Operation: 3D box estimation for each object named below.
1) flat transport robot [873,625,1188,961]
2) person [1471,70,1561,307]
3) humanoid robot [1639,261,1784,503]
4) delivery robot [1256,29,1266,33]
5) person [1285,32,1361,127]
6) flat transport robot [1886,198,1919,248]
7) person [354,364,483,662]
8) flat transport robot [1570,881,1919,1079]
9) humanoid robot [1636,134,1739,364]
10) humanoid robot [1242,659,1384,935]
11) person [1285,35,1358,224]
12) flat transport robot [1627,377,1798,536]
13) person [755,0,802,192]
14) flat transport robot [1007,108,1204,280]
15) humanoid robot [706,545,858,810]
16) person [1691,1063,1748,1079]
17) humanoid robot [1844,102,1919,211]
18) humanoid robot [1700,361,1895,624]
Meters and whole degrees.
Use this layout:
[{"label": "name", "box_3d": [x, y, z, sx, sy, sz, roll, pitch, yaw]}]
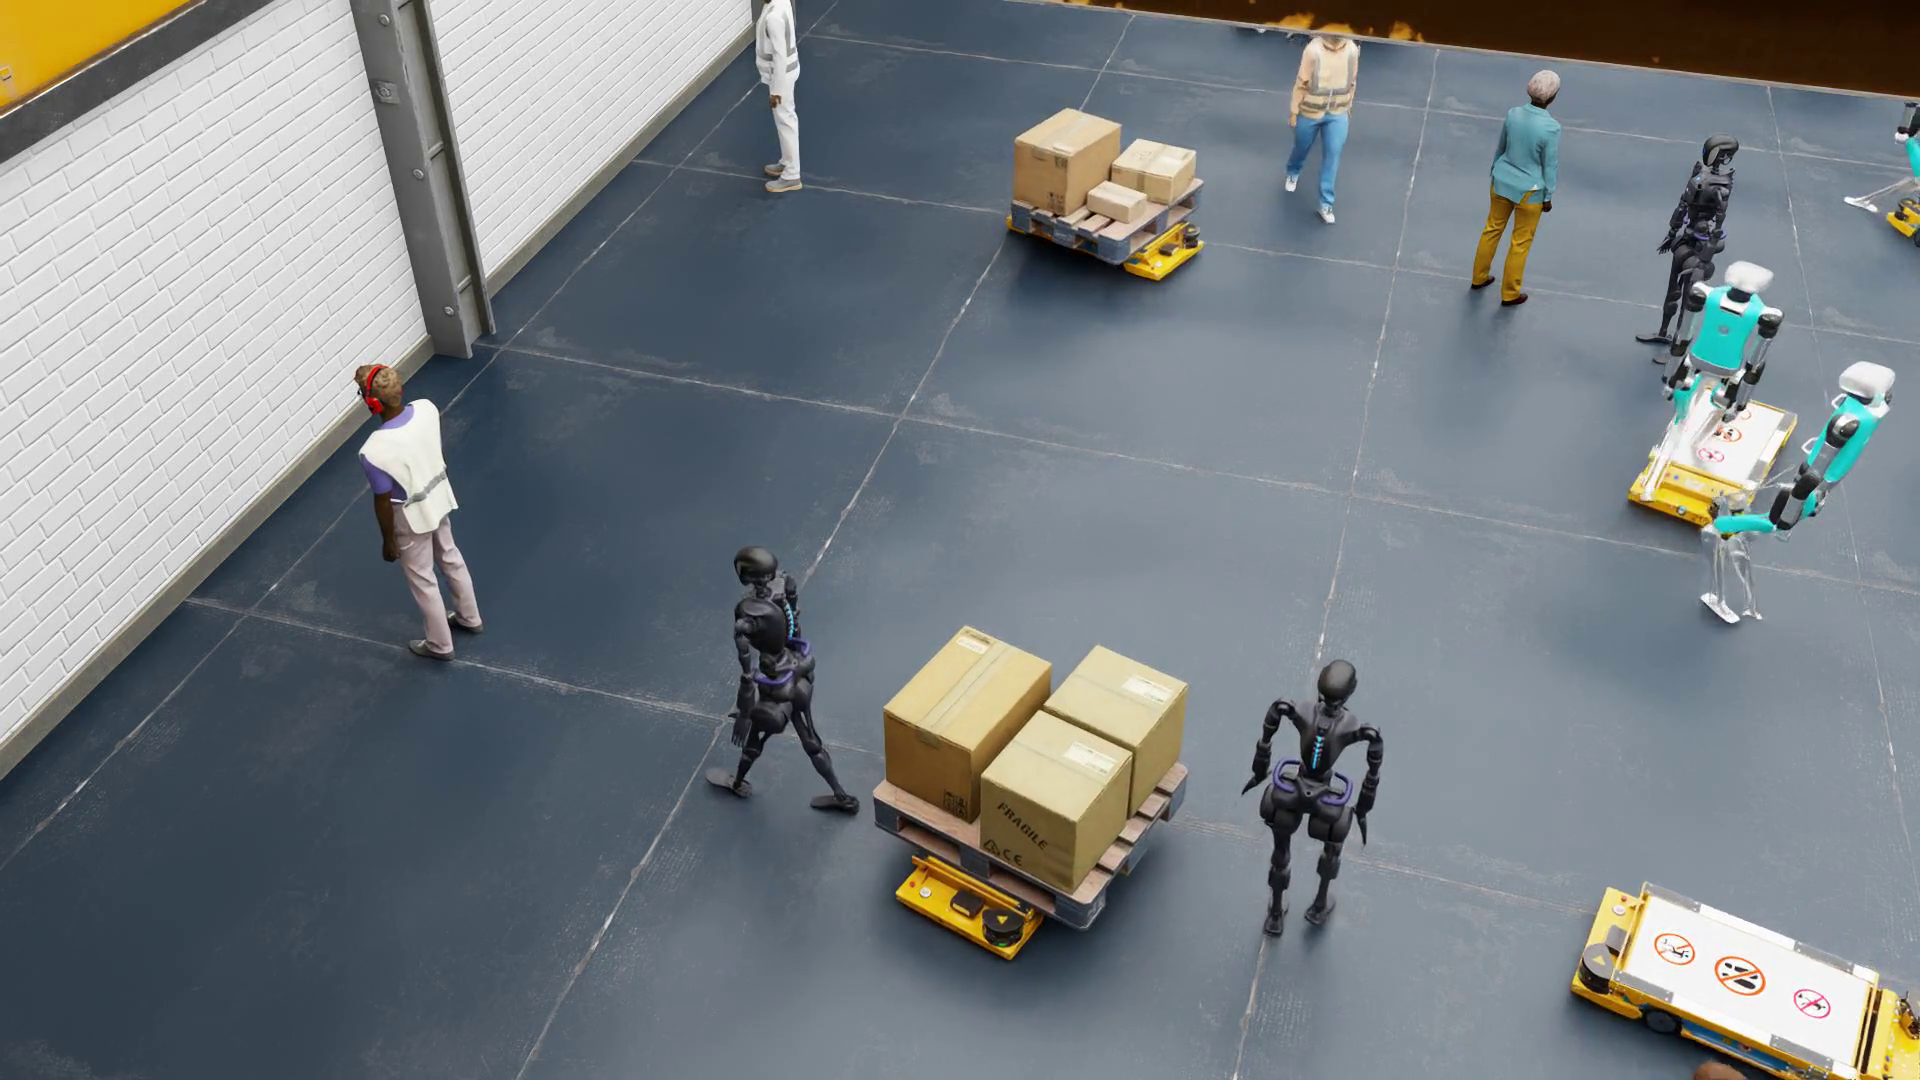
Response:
[{"label": "flat transport robot", "box_3d": [0.357, 1.411, 8.249, 0.659, 0.231, 1.431, 23, 44, 26]}, {"label": "person", "box_3d": [4.036, -2.525, 11.971, 0.342, 1.749, 0.529, -24, 45, -27]}, {"label": "humanoid robot", "box_3d": [4.579, -0.995, 10.071, 0.547, 1.729, 0.982, 25, 45, 28]}, {"label": "delivery robot", "box_3d": [3.126, -5.398, 16.483, 0.765, 0.585, 0.499, -27, 46, -29]}, {"label": "person", "box_3d": [3.126, -4.283, 14.207, 0.659, 1.686, 0.352, 24, 44, 27]}, {"label": "flat transport robot", "box_3d": [7.894, -2.240, 12.791, 0.659, 0.231, 1.431, -9, 40, -11]}, {"label": "person", "box_3d": [-2.896, -0.134, 8.925, 0.393, 1.837, 0.557, 12, 40, 15]}, {"label": "flat transport robot", "box_3d": [3.553, 2.050, 7.454, 1.431, 0.231, 0.659, 21, 43, 24]}, {"label": "humanoid robot", "box_3d": [4.994, -1.984, 11.337, 0.315, 1.657, 0.599, -1, 39, -2]}, {"label": "humanoid robot", "box_3d": [1.555, 1.149, 7.448, 0.589, 1.654, 0.336, 15, 41, 17]}, {"label": "person", "box_3d": [2.847, -3.424, 13.120, 0.511, 1.693, 0.766, -4, 39, -4]}, {"label": "flat transport robot", "box_3d": [4.870, -0.562, 10.703, 0.659, 0.231, 1.431, 24, 45, 27]}, {"label": "person", "box_3d": [-1.465, -3.715, 13.338, 0.362, 1.882, 0.574, -1, 39, -1]}, {"label": "flat transport robot", "box_3d": [1.132, -2.443, 13.043, 1.431, 0.231, 0.659, 26, 45, 29]}, {"label": "humanoid robot", "box_3d": [-0.910, 0.685, 8.065, 0.797, 1.619, 0.602, 15, 41, 18]}, {"label": "person", "box_3d": [2.476, 2.426, 5.797, 0.553, 1.744, 0.555, -32, 49, -33]}, {"label": "humanoid robot", "box_3d": [7.642, -3.186, 12.833, 1.003, 1.774, 0.531, 31, 48, 33]}, {"label": "humanoid robot", "box_3d": [4.477, -0.276, 9.182, 0.540, 1.796, 0.759, -31, 48, -33]}]
